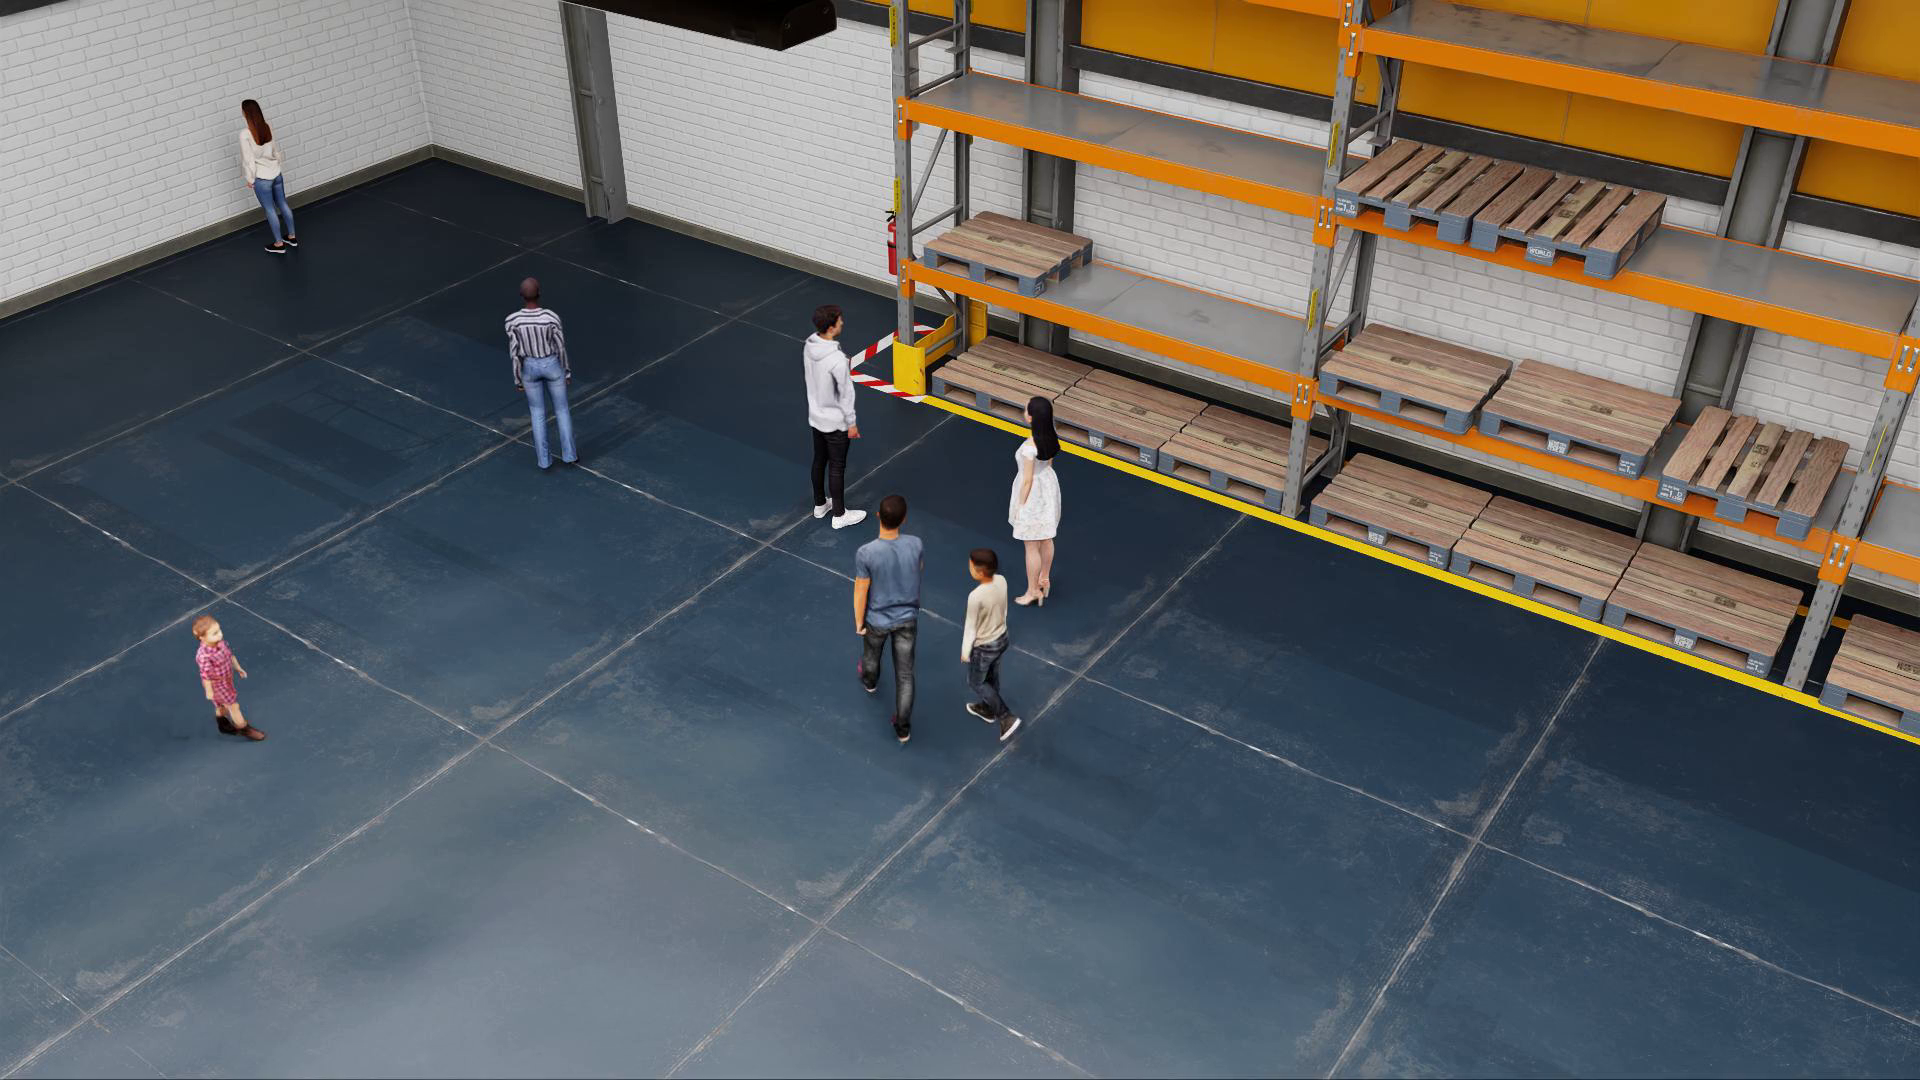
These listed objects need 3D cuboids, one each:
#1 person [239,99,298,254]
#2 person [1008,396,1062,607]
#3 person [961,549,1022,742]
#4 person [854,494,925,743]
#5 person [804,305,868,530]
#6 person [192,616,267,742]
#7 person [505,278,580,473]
[{"bbox_3d":[-7.543,-3.967,18.090,0.596,1.692,0.650,15,36,21],"label":"person"},{"bbox_3d":[0.571,-0.290,12.483,0.631,1.775,0.647,19,38,26],"label":"person"},{"bbox_3d":[0.244,0.720,11.253,0.774,1.455,0.575,20,39,27],"label":"person"},{"bbox_3d":[-0.425,0.571,11.199,1.074,1.762,1.198,-10,35,-14],"label":"person"},{"bbox_3d":[-1.059,-1.006,13.421,0.788,1.929,0.583,-27,42,-35],"label":"person"},{"bbox_3d":[-5.094,0.932,11.334,0.662,1.010,0.574,1,34,2],"label":"person"},{"bbox_3d":[-3.536,-1.392,14.122,0.692,1.796,0.745,-7,34,-10],"label":"person"}]
